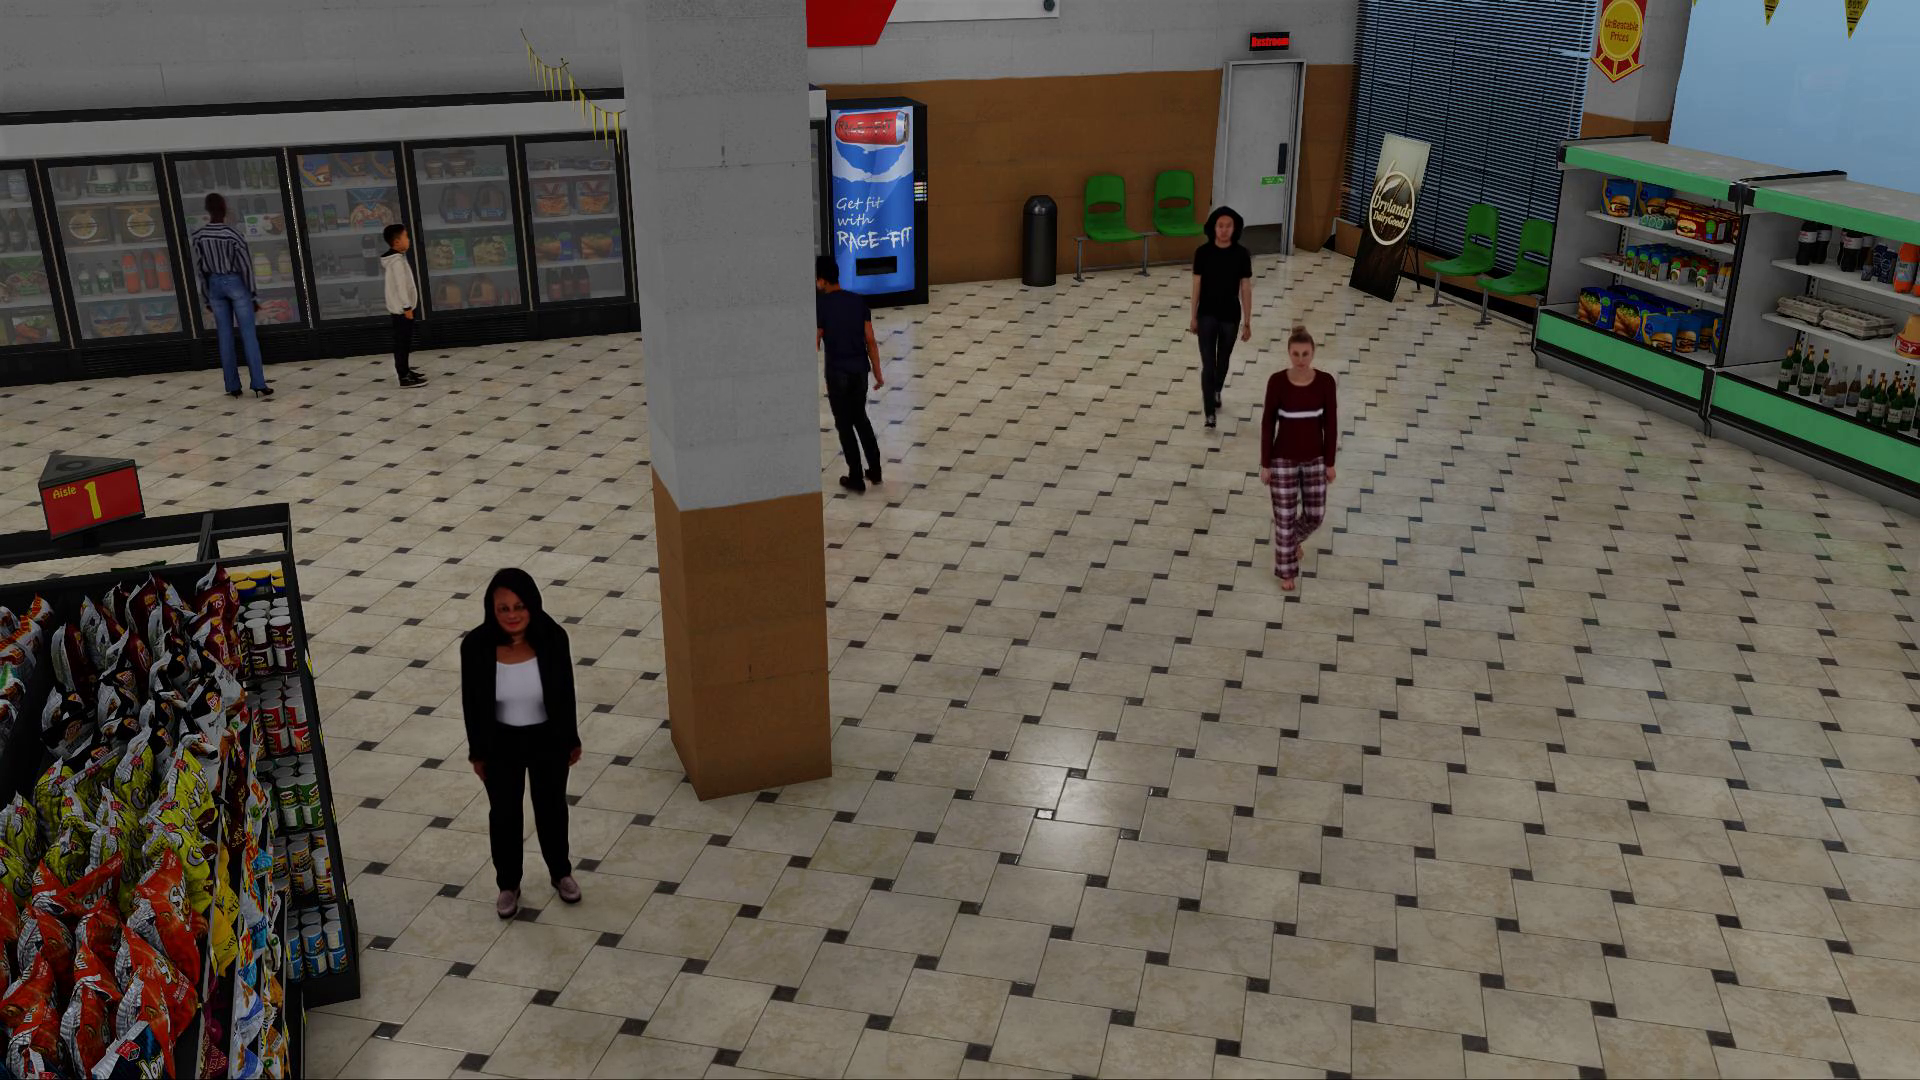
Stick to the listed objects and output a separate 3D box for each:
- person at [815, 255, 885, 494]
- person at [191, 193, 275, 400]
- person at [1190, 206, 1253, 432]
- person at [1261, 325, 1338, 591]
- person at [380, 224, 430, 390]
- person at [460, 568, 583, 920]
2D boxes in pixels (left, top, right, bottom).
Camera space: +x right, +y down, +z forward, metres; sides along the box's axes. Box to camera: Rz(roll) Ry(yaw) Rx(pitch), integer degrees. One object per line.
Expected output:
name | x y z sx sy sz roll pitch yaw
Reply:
person | -0.793 -1.190 12.214 0.717 1.743 0.689 -6 23 -15
person | -6.334 -2.110 14.434 0.691 1.796 0.665 1 22 2
person | 2.164 -1.873 13.848 1.019 1.792 1.261 3 22 8
person | 2.163 -0.496 10.680 0.783 1.599 0.848 1 22 3
person | -4.998 -2.089 14.841 0.634 1.452 0.435 -7 23 -16
person | -1.905 0.869 7.260 0.648 1.617 0.622 -9 24 -22
